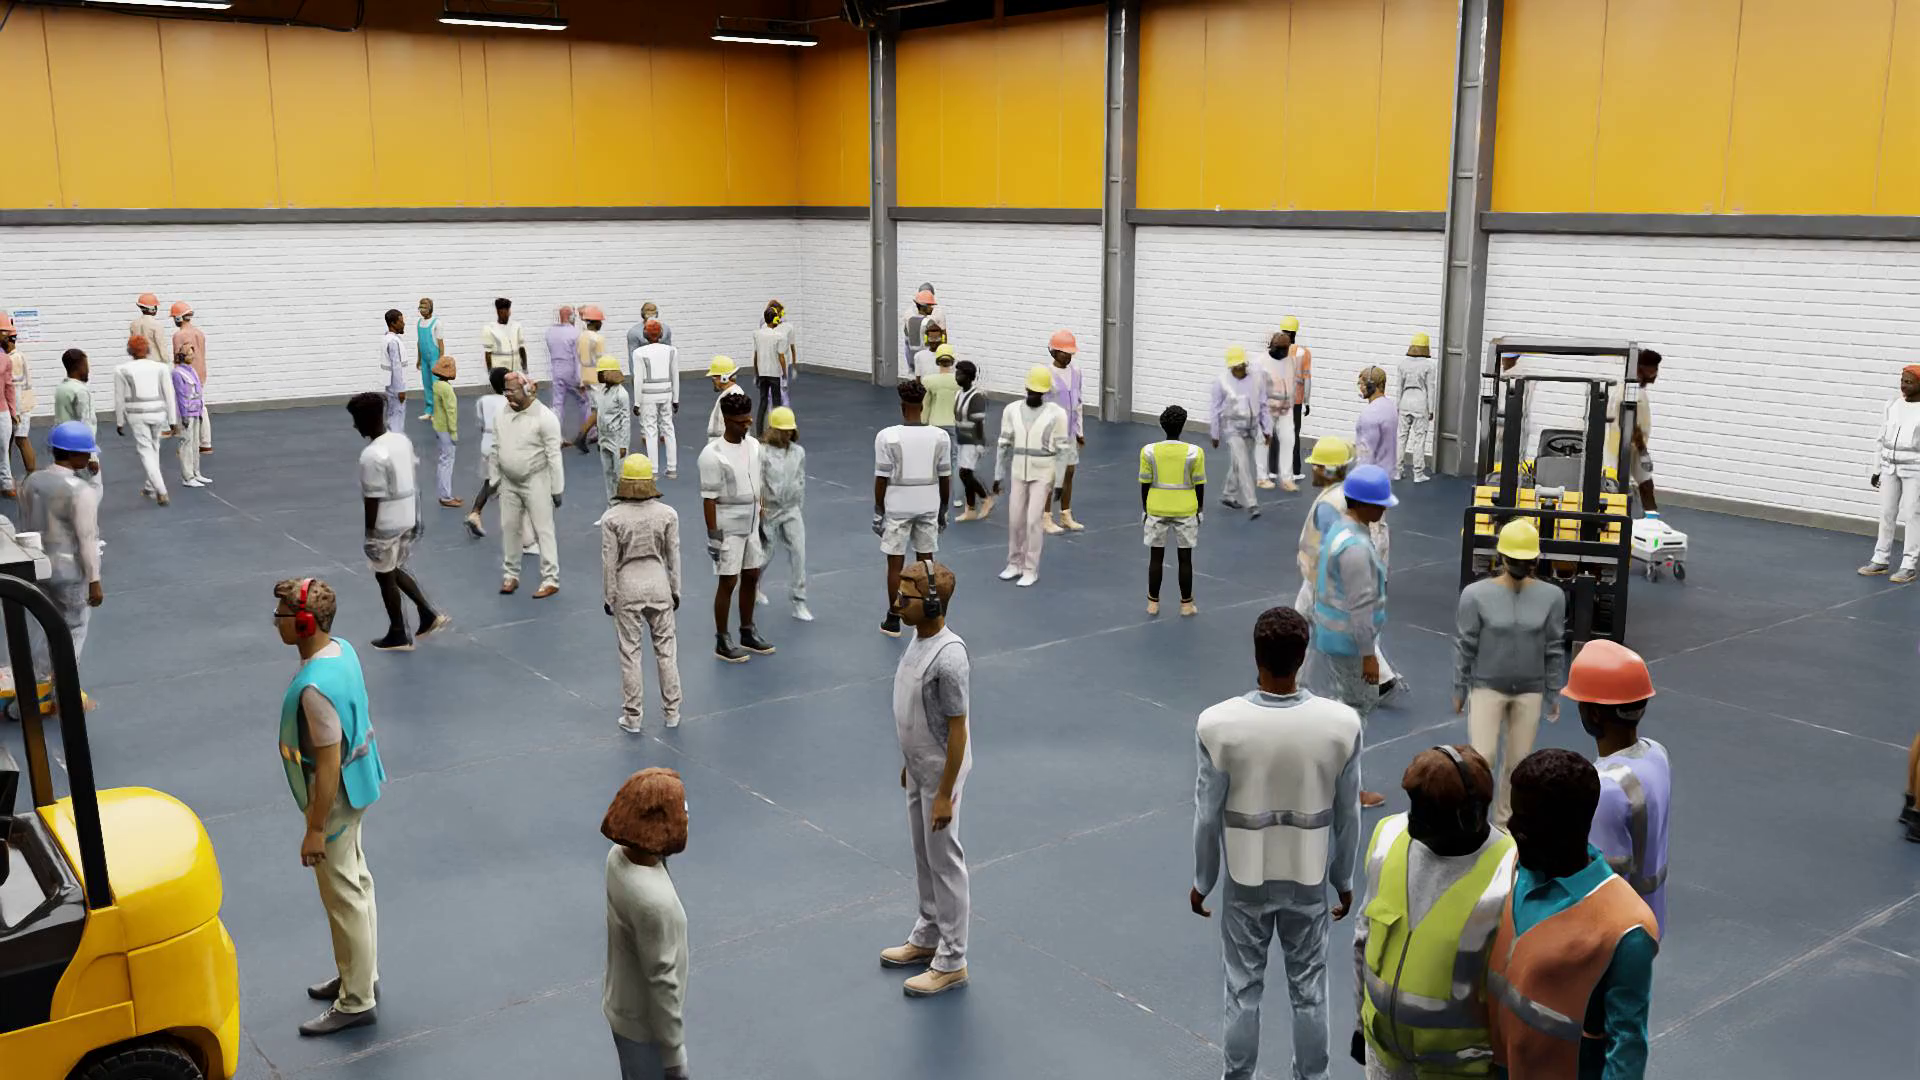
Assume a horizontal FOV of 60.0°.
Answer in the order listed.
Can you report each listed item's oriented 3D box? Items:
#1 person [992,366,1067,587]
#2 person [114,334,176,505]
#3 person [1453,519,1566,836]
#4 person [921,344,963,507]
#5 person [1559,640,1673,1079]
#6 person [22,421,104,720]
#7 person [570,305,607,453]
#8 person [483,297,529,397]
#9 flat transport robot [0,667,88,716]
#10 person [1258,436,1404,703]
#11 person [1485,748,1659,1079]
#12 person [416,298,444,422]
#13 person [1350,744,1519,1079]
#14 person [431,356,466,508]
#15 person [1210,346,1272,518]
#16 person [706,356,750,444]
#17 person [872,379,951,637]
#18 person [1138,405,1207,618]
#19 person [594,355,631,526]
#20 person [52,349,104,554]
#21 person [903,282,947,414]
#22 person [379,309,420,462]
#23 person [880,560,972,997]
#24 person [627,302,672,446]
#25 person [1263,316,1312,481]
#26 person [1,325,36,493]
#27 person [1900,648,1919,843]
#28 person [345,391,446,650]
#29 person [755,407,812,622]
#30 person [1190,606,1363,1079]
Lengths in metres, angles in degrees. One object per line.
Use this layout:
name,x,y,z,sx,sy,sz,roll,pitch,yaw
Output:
person,0.602,-0.549,14.230,0.649,1.895,0.407,6,13,27
person,-8.822,-1.315,18.068,0.567,1.849,0.954,-11,16,-44
person,2.740,0.749,8.319,0.529,1.754,0.390,1,12,3
person,-0.167,-1.217,17.802,0.518,1.758,0.337,-1,12,-6
person,2.061,1.269,5.370,0.376,1.933,0.545,9,15,36
person,-5.691,0.197,10.611,0.624,1.907,0.537,7,14,31
person,-4.751,-2.075,21.564,0.737,1.916,0.571,-10,16,-41
person,-6.367,-2.425,23.203,0.731,1.936,0.665,11,16,43
flat transport robot,-6.430,1.019,10.609,1.431,0.197,0.652,-9,15,-38
person,2.466,0.208,10.837,0.896,1.796,0.589,7,14,32
person,1.582,1.467,4.461,0.392,1.914,0.587,-4,12,-17
person,-7.835,-2.667,24.626,0.516,1.837,0.337,8,14,32
person,1.354,1.455,4.712,0.430,1.838,0.624,-9,15,-36
person,-5.497,-1.160,17.849,0.294,1.625,0.502,-7,13,-30
person,2.955,-1.131,17.355,0.574,1.770,0.814,-6,13,-26
person,-2.203,-0.845,15.869,0.403,1.818,0.601,-1,12,-5
person,-0.366,-0.238,12.604,0.621,1.952,0.384,-5,13,-21
person,1.675,-0.220,13.134,0.535,1.697,0.318,3,12,14
person,-3.491,-0.978,16.681,0.295,1.744,0.491,-11,16,-44
person,-8.279,-0.817,15.562,0.683,1.895,0.460,10,15,40
person,-0.479,-2.843,24.966,0.682,2.000,0.537,5,13,22
person,-7.072,-1.929,20.851,0.392,1.919,0.591,-6,13,-26
person,-0.129,0.984,6.956,0.344,1.847,0.504,-4,12,-19
person,-4.122,-2.216,22.217,0.639,1.928,0.373,-8,14,-34
person,3.829,-1.657,19.509,0.584,1.928,0.374,5,13,25
person,-10.656,-1.495,18.753,0.388,1.924,0.549,-6,13,-28
person,5.144,0.614,8.535,0.378,1.933,0.550,5,13,22
person,-4.138,-0.124,12.091,0.444,1.935,0.664,2,12,9
person,-1.487,-0.237,13.202,0.510,1.701,0.783,-9,15,-37
person,1.104,1.177,5.848,0.588,1.920,0.391,0,12,0
